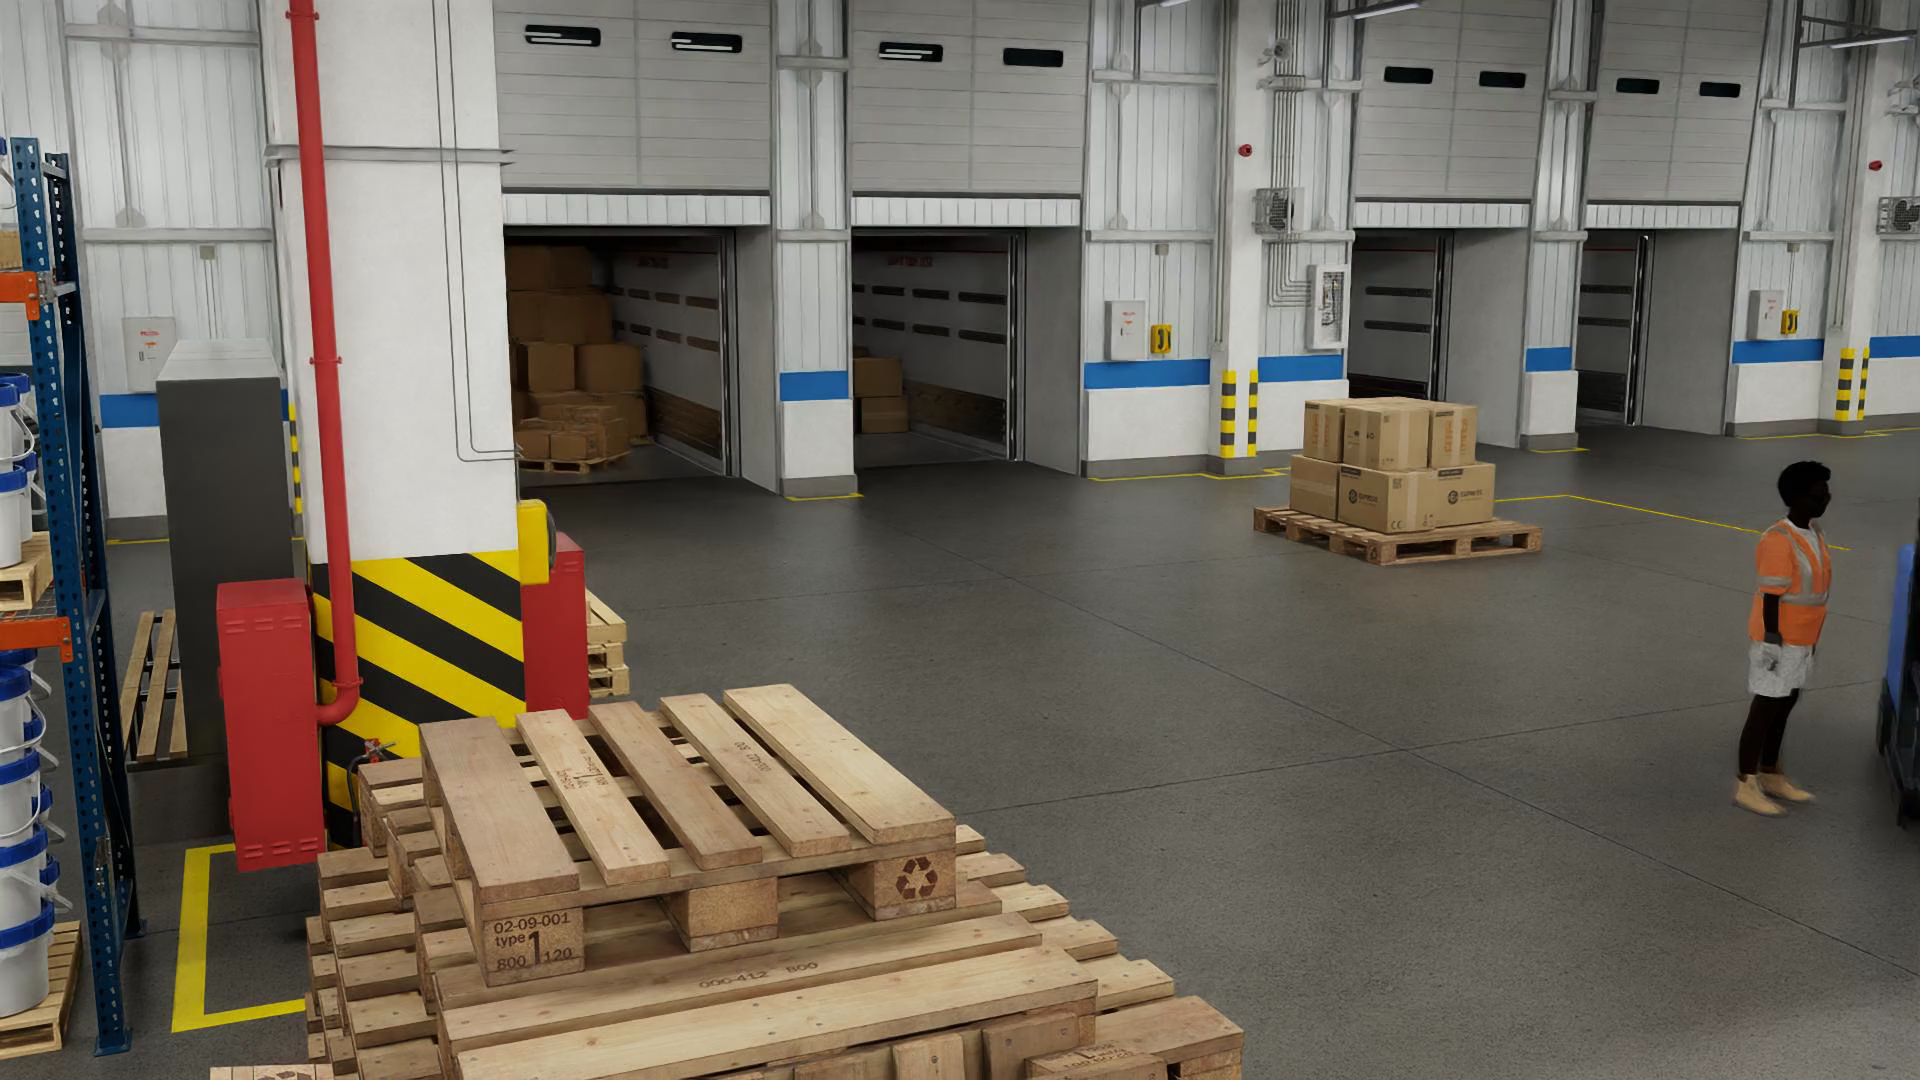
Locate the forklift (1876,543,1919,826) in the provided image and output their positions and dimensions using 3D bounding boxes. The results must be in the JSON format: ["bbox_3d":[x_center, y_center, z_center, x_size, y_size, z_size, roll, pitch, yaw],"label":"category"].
[{"bbox_3d":[5.205,-0.147,7.997,1.129,2.768,1.873,5,11,25],"label":"forklift"}]

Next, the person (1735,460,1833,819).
[{"bbox_3d":[3.937,0.461,7.912,0.540,1.695,0.317,-10,14,-43],"label":"person"}]
